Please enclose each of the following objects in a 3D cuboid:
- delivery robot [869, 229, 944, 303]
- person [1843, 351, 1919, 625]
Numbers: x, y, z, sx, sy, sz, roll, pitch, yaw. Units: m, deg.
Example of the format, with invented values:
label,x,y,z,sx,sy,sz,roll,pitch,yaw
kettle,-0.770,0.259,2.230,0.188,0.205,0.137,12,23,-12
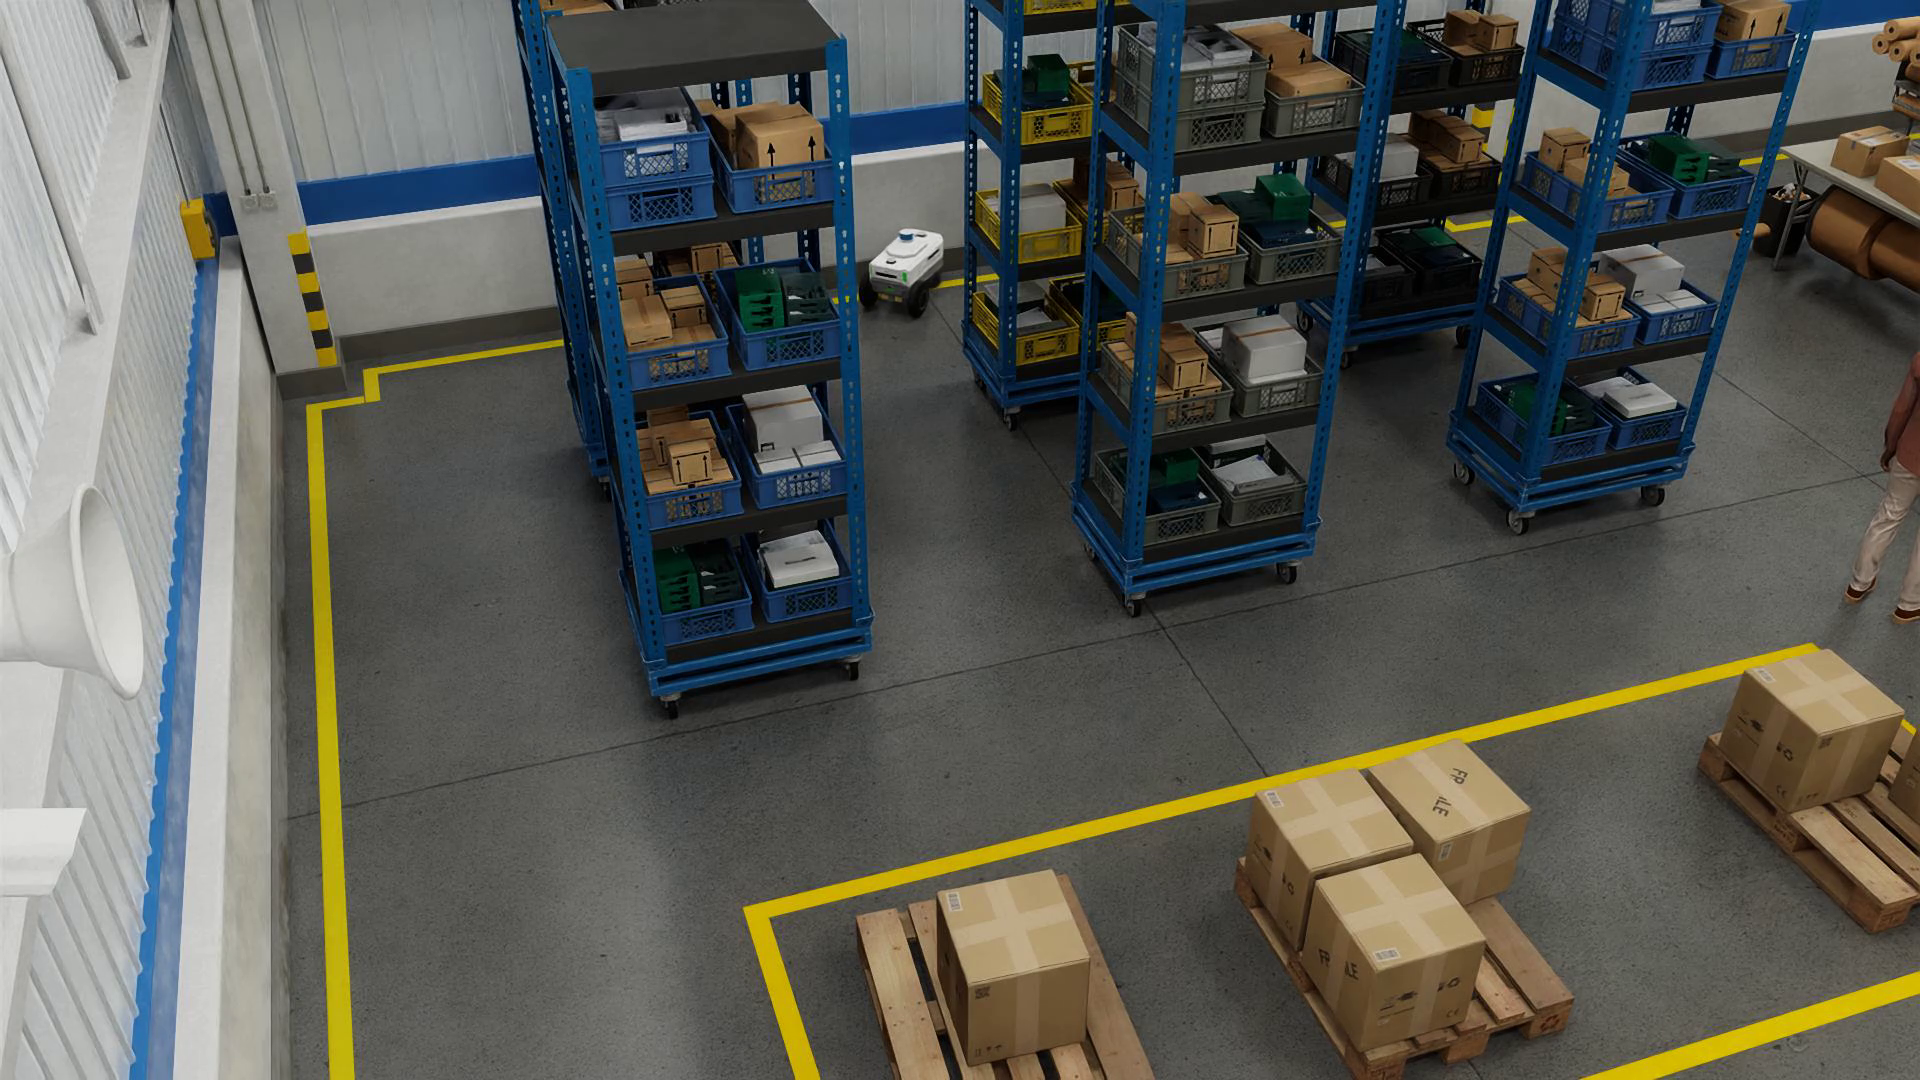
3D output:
label,x,y,z,sx,sy,sz,roll,pitch,yaw
delivery robot,-0.405,-2.144,12.748,0.477,0.478,0.707,15,38,20
person,5.392,-0.434,9.163,0.382,1.995,0.612,-26,43,-32
